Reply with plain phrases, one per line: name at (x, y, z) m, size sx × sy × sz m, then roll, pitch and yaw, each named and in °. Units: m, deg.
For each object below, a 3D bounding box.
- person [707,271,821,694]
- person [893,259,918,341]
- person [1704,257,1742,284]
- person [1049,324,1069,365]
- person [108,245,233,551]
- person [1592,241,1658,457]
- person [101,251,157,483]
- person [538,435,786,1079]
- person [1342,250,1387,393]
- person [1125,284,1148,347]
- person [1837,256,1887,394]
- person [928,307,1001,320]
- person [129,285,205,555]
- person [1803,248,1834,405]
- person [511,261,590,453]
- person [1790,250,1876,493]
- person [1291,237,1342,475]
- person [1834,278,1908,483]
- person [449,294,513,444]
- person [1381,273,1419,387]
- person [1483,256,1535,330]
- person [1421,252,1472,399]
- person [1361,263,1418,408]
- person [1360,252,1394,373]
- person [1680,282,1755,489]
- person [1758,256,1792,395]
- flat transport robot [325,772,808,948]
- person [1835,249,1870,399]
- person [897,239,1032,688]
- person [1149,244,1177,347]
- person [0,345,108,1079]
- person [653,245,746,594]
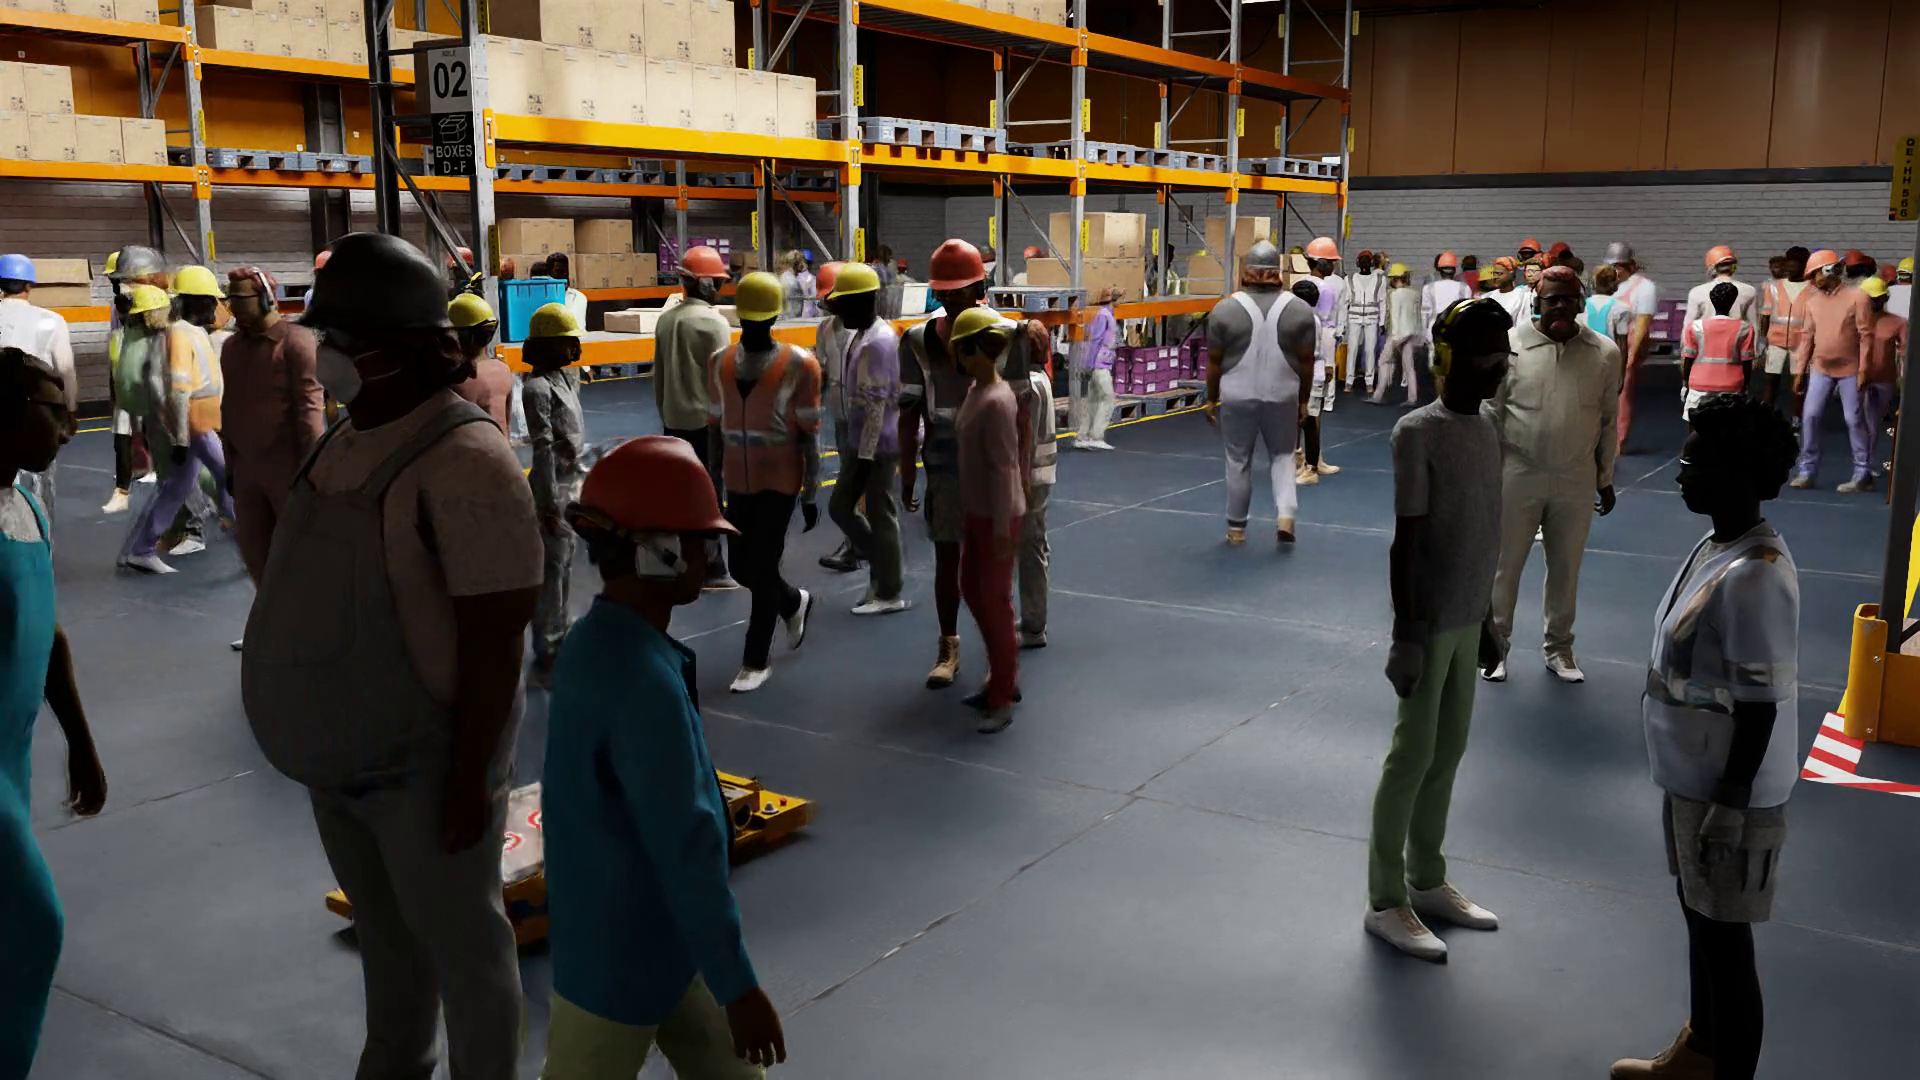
person at (-0.865, -0.283, 7.629) m, size 0.590 × 1.890 × 0.707 m, roll 5°, pitch 11°, yaw 26°
person at (-0.976, -3.873, 28.043) m, size 0.572 × 1.695 × 0.919 m, roll -1°, pitch 10°, yaw -5°
person at (9.220, -2.528, 20.158) m, size 0.328 × 1.861 × 0.506 m, roll -9°, pitch 14°, yaw -42°
person at (1.567, -3.751, 26.973) m, size 0.384 × 1.843 × 0.572 m, roll -4°, pitch 11°, yaw -21°
person at (-5.136, -0.969, 11.001) m, size 0.799 × 2.000 × 0.700 m, roll -9°, pitch 14°, yaw -41°
person at (6.109, -1.780, 15.495) m, size 0.538 × 2.000 × 0.685 m, roll -7°, pitch 13°, yaw -36°
person at (-6.898, -1.435, 13.896) m, size 0.594 × 1.925 × 0.377 m, roll 6°, pitch 12°, yaw 32°
person at (-0.576, 0.673, 2.857) m, size 0.942 × 1.701 × 0.562 m, roll -2°, pitch 10°, yaw -10°
person at (5.347, -2.886, 22.058) m, size 0.587 × 1.882 × 0.341 m, roll 2°, pitch 11°, yaw 13°
person at (2.502, -3.156, 23.903) m, size 0.320 × 1.755 × 0.570 m, roll -2°, pitch 11°, yaw -13°
person at (11.587, -2.739, 21.438) m, size 0.612 × 1.828 × 1.004 m, roll 3°, pitch 11°, yaw 16°
person at (0.027, -1.055, 12.057) m, size 0.562 × 1.835 × 0.386 m, roll -4°, pitch 11°, yaw -23°
person at (-5.146, -0.770, 10.747) m, size 0.484 × 1.735 × 0.311 m, roll 7°, pitch 12°, yaw 34°
person at (10.632, -2.621, 20.474) m, size 0.591 × 1.923 × 0.640 m, roll 0°, pitch 10°, yaw 1°
person at (-3.920, -1.605, 15.128) m, size 1.087 × 1.833 × 0.596 m, roll -9°, pitch 14°, yaw -41°
person at (7.073, -1.359, 13.416) m, size 0.471 × 1.944 × 0.666 m, roll -6°, pitch 12°, yaw -29°
person at (3.076, -1.583, 14.396) m, size 0.397 × 2.044 × 0.609 m, roll -3°, pitch 11°, yaw -18°
person at (7.701, -1.337, 13.954) m, size 0.626 × 1.697 × 0.937 m, roll 4°, pitch 11°, yaw 23°
person at (-2.315, -0.293, 8.016) m, size 0.314 × 1.769 × 0.524 m, roll 2°, pitch 10°, yaw 9°
person at (6.087, -2.931, 23.021) m, size 0.501 × 1.632 × 0.278 m, roll 8°, pitch 13°, yaw 37°
person at (4.976, -1.638, 15.184) m, size 0.368 × 1.876 × 0.579 m, roll -6°, pitch 12°, yaw -32°
person at (5.477, -2.294, 18.787) m, size 0.539 × 1.872 × 1.014 m, roll 2°, pitch 10°, yaw 12°
person at (5.244, -2.477, 20.177) m, size 0.759 × 1.735 × 0.536 m, roll 9°, pitch 13°, yaw 40°
person at (6.350, -3.455, 25.356) m, size 0.507 × 1.838 × 0.355 m, roll 2°, pitch 10°, yaw 10°
person at (6.059, -1.213, 13.329) m, size 0.537 × 1.693 × 0.320 m, roll 4°, pitch 11°, yaw 22°
person at (10.727, -2.792, 21.720) m, size 0.521 × 1.816 × 0.614 m, roll -5°, pitch 12°, yaw -27°
flat transport robot at (-1.199, 0.946, 5.292) m, size 0.652 × 0.197 × 1.431 m, roll 7°, pitch 13°, yaw 35°
person at (11.459, -2.776, 21.370) m, size 0.657 × 1.912 × 0.560 m, roll -9°, pitch 13°, yaw -40°
person at (0.015, -0.323, 7.477) m, size 0.611 × 2.028 × 0.409 m, roll 2°, pitch 10°, yaw 9°
person at (3.578, -4.203, 29.132) m, size 0.372 × 1.963 × 0.608 m, roll -8°, pitch 13°, yaw -37°
person at (-2.095, 0.487, 3.612) m, size 0.556 × 1.790 × 0.600 m, roll -2°, pitch 10°, yaw -9°
person at (-1.494, -0.689, 9.587) m, size 0.624 × 1.989 × 0.402 m, roll 9°, pitch 14°, yaw 41°
